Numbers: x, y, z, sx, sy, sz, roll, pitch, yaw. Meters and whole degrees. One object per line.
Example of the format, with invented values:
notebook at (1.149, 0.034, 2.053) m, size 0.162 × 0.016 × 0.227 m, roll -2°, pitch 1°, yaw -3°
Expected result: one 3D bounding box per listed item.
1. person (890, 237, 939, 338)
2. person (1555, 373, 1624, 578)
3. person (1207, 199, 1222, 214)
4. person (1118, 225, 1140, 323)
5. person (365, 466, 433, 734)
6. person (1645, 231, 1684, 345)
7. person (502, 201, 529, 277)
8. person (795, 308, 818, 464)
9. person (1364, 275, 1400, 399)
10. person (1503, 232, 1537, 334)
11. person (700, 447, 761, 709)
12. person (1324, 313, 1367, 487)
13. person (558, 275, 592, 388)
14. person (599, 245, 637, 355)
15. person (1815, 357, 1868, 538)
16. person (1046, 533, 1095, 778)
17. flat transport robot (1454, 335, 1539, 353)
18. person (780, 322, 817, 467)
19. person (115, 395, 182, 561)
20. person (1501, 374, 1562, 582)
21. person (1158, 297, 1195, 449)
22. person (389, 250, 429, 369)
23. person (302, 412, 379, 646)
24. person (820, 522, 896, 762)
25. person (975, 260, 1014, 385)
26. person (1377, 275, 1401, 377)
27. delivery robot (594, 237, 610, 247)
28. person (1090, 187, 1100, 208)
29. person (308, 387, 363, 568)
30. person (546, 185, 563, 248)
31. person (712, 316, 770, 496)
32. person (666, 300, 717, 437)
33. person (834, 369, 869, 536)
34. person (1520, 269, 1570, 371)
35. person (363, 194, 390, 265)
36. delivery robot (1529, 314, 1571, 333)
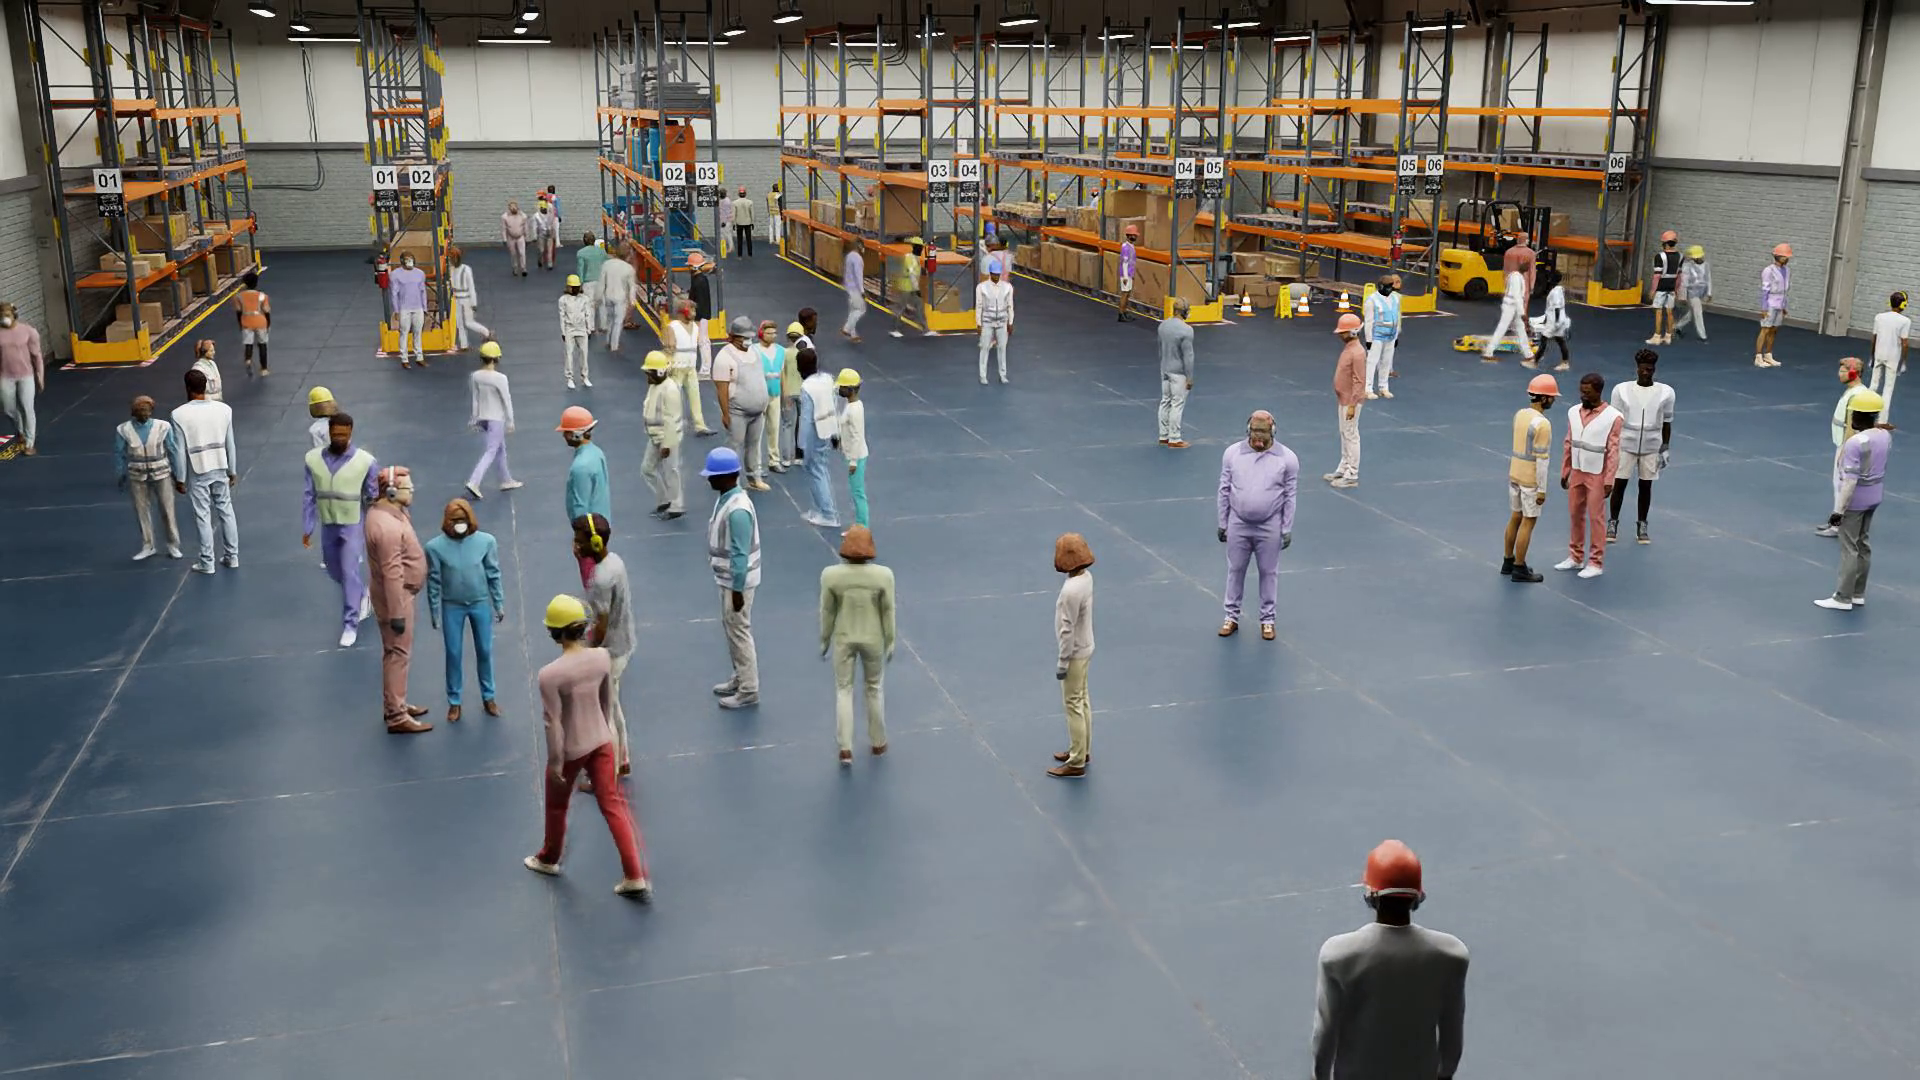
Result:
person at (-0.890, -4.688, 30.927) m, size 0.963 × 1.858 × 0.607 m, roll 6°, pitch 16°, yaw 22°
person at (5.870, -0.616, 15.519) m, size 0.403 × 1.908 × 0.599 m, roll -8°, pitch 17°, yaw -28°
person at (7.282, -9.195, 47.967) m, size 0.513 × 1.819 × 0.985 m, roll -5°, pitch 16°, yaw -20°
person at (3.370, -5.286, 33.060) m, size 0.404 × 1.929 × 0.540 m, roll 5°, pitch 16°, yaw 18°
person at (-3.929, 0.412, 11.671) m, size 0.397 × 1.901 × 0.655 m, roll -5°, pitch 16°, yaw -20°
person at (12.708, -4.543, 30.028) m, size 0.616 × 2.041 × 0.380 m, roll -5°, pitch 16°, yaw -19°
person at (-11.098, -7.510, 41.548) m, size 0.650 × 1.853 × 0.979 m, roll -4°, pitch 15°, yaw -14°
person at (-1.900, -1.871, 20.239) m, size 0.385 × 1.910 × 0.590 m, roll 0°, pitch 15°, yaw 0°
person at (6.254, -3.001, 24.639) m, size 0.619 × 1.836 × 0.431 m, roll -9°, pitch 17°, yaw -29°
person at (10.597, -4.856, 31.472) m, size 0.403 × 1.904 × 0.652 m, roll -14°, pitch 20°, yaw -42°
person at (-1.658, 0.270, 12.128) m, size 0.418 × 1.937 × 0.618 m, roll -4°, pitch 15°, yaw -16°
person at (4.443, -1.602, 19.064) m, size 0.390 × 1.990 × 0.610 m, roll 0°, pitch 15°, yaw 1°
person at (-5.908, -3.212, 25.604) m, size 0.484 × 1.739 × 0.320 m, roll -8°, pitch 17°, yaw -28°
person at (-5.926, -4.160, 28.892) m, size 0.720 × 1.890 × 0.510 m, roll 8°, pitch 17°, yaw 27°
person at (9.006, -0.934, 16.856) m, size 0.395 × 1.831 × 0.576 m, roll 7°, pitch 17°, yaw 26°
person at (0.738, 0.749, 10.915) m, size 0.279 × 1.626 × 0.498 m, roll 4°, pitch 15°, yaw 14°
flat transport robot at (9.490, -3.472, 29.395) m, size 1.431 × 0.197 × 0.652 m, roll 4°, pitch 16°, yaw 16°
person at (-1.978, -1.746, 20.063) m, size 0.534 × 1.755 × 0.342 m, roll -2°, pitch 15°, yaw -6°
person at (-7.788, -0.594, 15.981) m, size 0.536 × 1.622 × 0.350 m, roll -6°, pitch 16°, yaw -20°
person at (5.264, -0.567, 15.297) m, size 0.385 × 1.930 × 0.539 m, roll -3°, pitch 15°, yaw -9°
person at (2.744, -2.109, 21.100) m, size 0.380 × 1.929 × 0.635 m, roll -9°, pitch 17°, yaw -29°
person at (-9.057, -3.796, 27.415) m, size 0.627 × 1.940 × 0.370 m, roll -14°, pitch 21°, yaw -43°
person at (-5.099, -0.136, 13.769) m, size 0.592 × 1.875 × 0.873 m, roll 1°, pitch 15°, yaw 5°
person at (-0.680, 0.693, 11.149) m, size 0.504 × 1.644 × 0.348 m, roll 0°, pitch 15°, yaw 0°
person at (0.539, -3.371, 25.829) m, size 0.604 × 1.938 × 0.426 m, roll -3°, pitch 15°, yaw -12°
person at (6.894, -3.435, 26.664) m, size 0.281 × 1.628 × 0.503 m, roll -5°, pitch 16°, yaw -20°
delivery robot at (-10.092, -8.277, 46.752) m, size 0.477 × 0.478 × 0.707 m, roll -9°, pitch 17°, yaw -30°
person at (4.076, -9.812, 50.399) m, size 0.319 × 1.755 × 0.571 m, roll -2°, pitch 15°, yaw -8°
person at (-5.947, -0.590, 15.745) m, size 0.320 × 1.735 × 0.484 m, roll 6°, pitch 16°, yaw 23°
person at (-12.176, -9.669, 49.706) m, size 0.634 × 1.841 × 0.429 m, roll 6°, pitch 16°, yaw 22°
person at (-2.408, -1.507, 18.609) m, size 0.535 × 2.000 × 0.685 m, roll 10°, pitch 18°, yaw 33°
person at (-3.646, -2.252, 21.855) m, size 0.871 × 1.807 × 0.646 m, roll 10°, pitch 18°, yaw 33°
person at (-1.081, -0.830, 16.589) m, size 0.326 × 1.767 × 0.533 m, roll -1°, pitch 15°, yaw -4°
person at (9.608, -3.577, 27.115) m, size 0.851 × 1.654 × 0.538 m, roll 7°, pitch 16°, yaw 24°
person at (-15.712, -8.327, 44.581) m, size 0.907 × 1.873 × 0.622 m, roll -12°, pitch 19°, yaw -39°
delivery robot at (10.825, -3.970, 30.543) m, size 0.707 × 0.478 × 0.477 m, roll 2°, pitch 15°, yaw 9°
